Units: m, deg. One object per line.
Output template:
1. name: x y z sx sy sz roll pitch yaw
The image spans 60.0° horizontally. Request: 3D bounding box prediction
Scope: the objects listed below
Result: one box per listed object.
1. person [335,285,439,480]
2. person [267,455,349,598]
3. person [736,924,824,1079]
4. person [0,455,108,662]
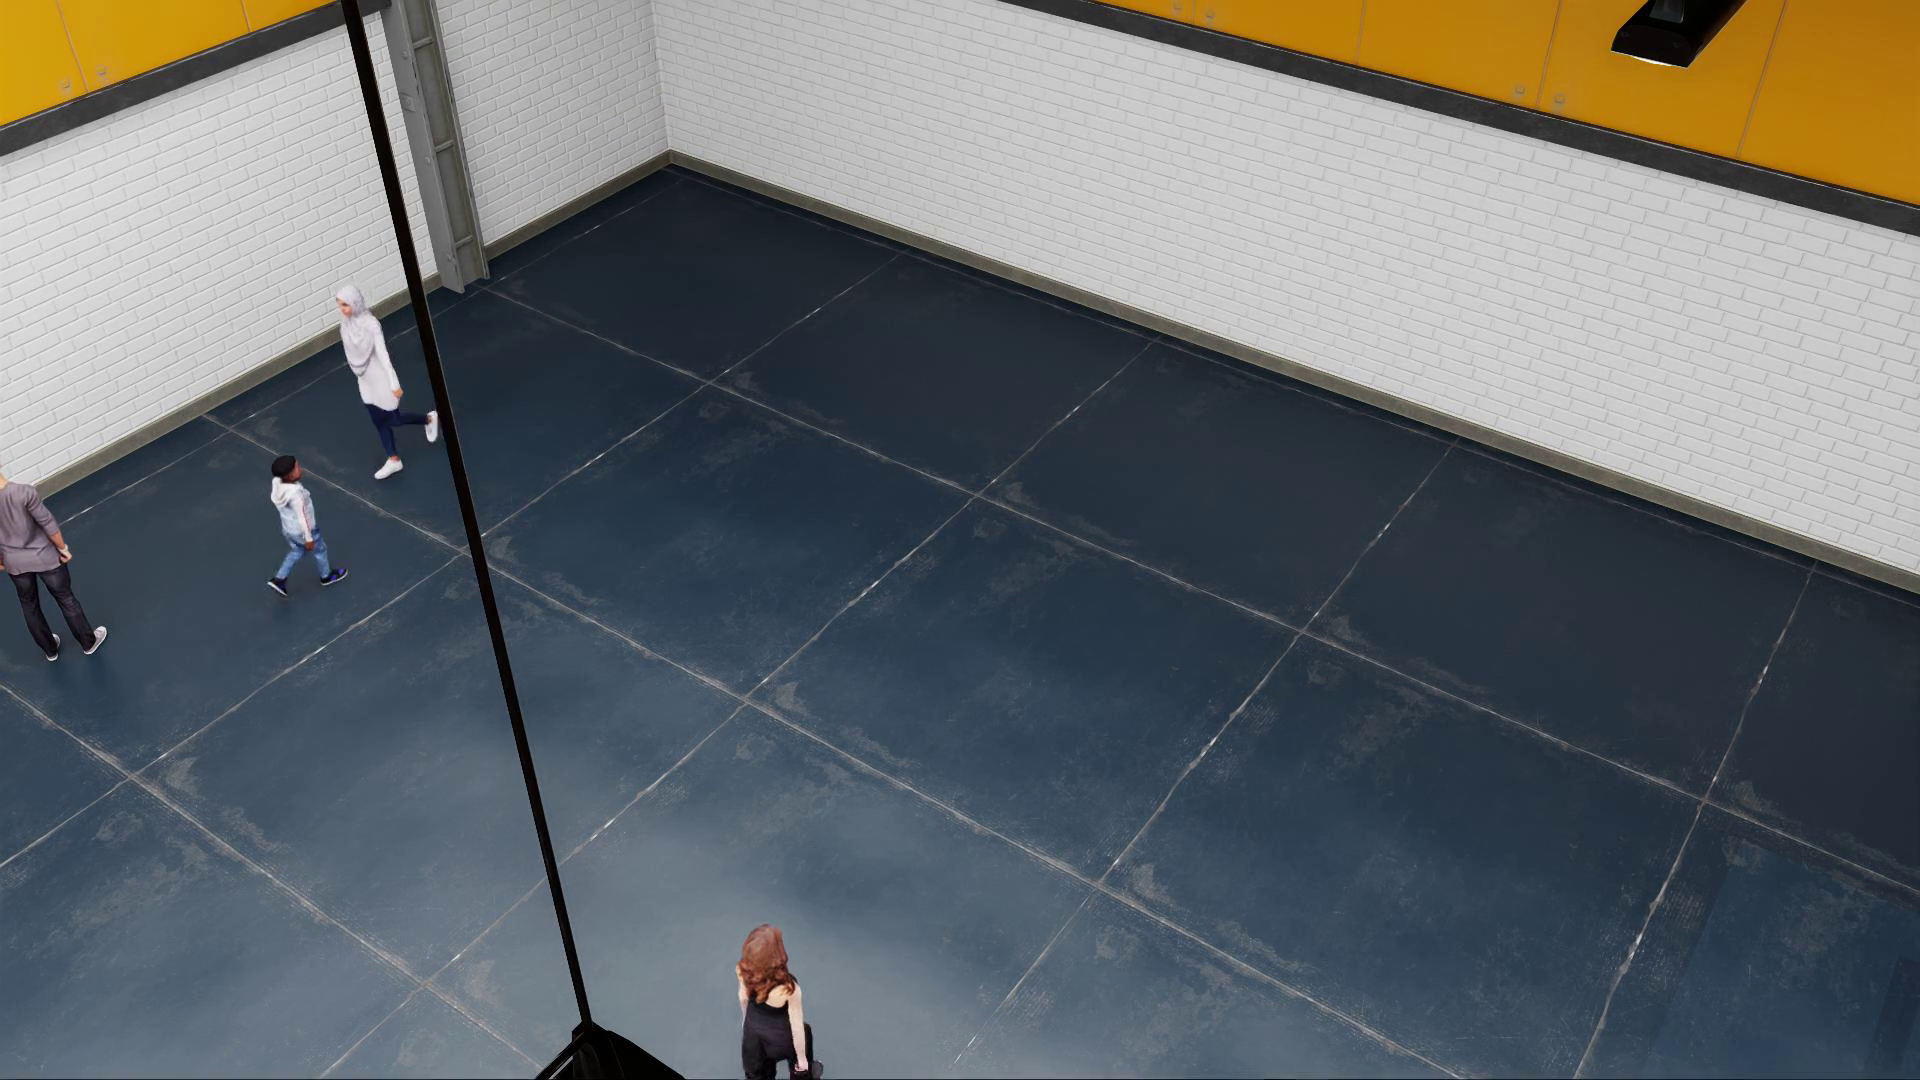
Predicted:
1. person: -4.780 -1.364 13.810 0.633 1.758 0.923 21 43 25
2. person: -5.067 -0.090 12.626 0.567 1.244 0.836 27 46 29
3. person: -1.040 2.689 8.773 0.746 1.709 1.166 15 41 18
4. person: -6.669 0.095 11.906 0.725 1.854 0.796 -8 39 -9
